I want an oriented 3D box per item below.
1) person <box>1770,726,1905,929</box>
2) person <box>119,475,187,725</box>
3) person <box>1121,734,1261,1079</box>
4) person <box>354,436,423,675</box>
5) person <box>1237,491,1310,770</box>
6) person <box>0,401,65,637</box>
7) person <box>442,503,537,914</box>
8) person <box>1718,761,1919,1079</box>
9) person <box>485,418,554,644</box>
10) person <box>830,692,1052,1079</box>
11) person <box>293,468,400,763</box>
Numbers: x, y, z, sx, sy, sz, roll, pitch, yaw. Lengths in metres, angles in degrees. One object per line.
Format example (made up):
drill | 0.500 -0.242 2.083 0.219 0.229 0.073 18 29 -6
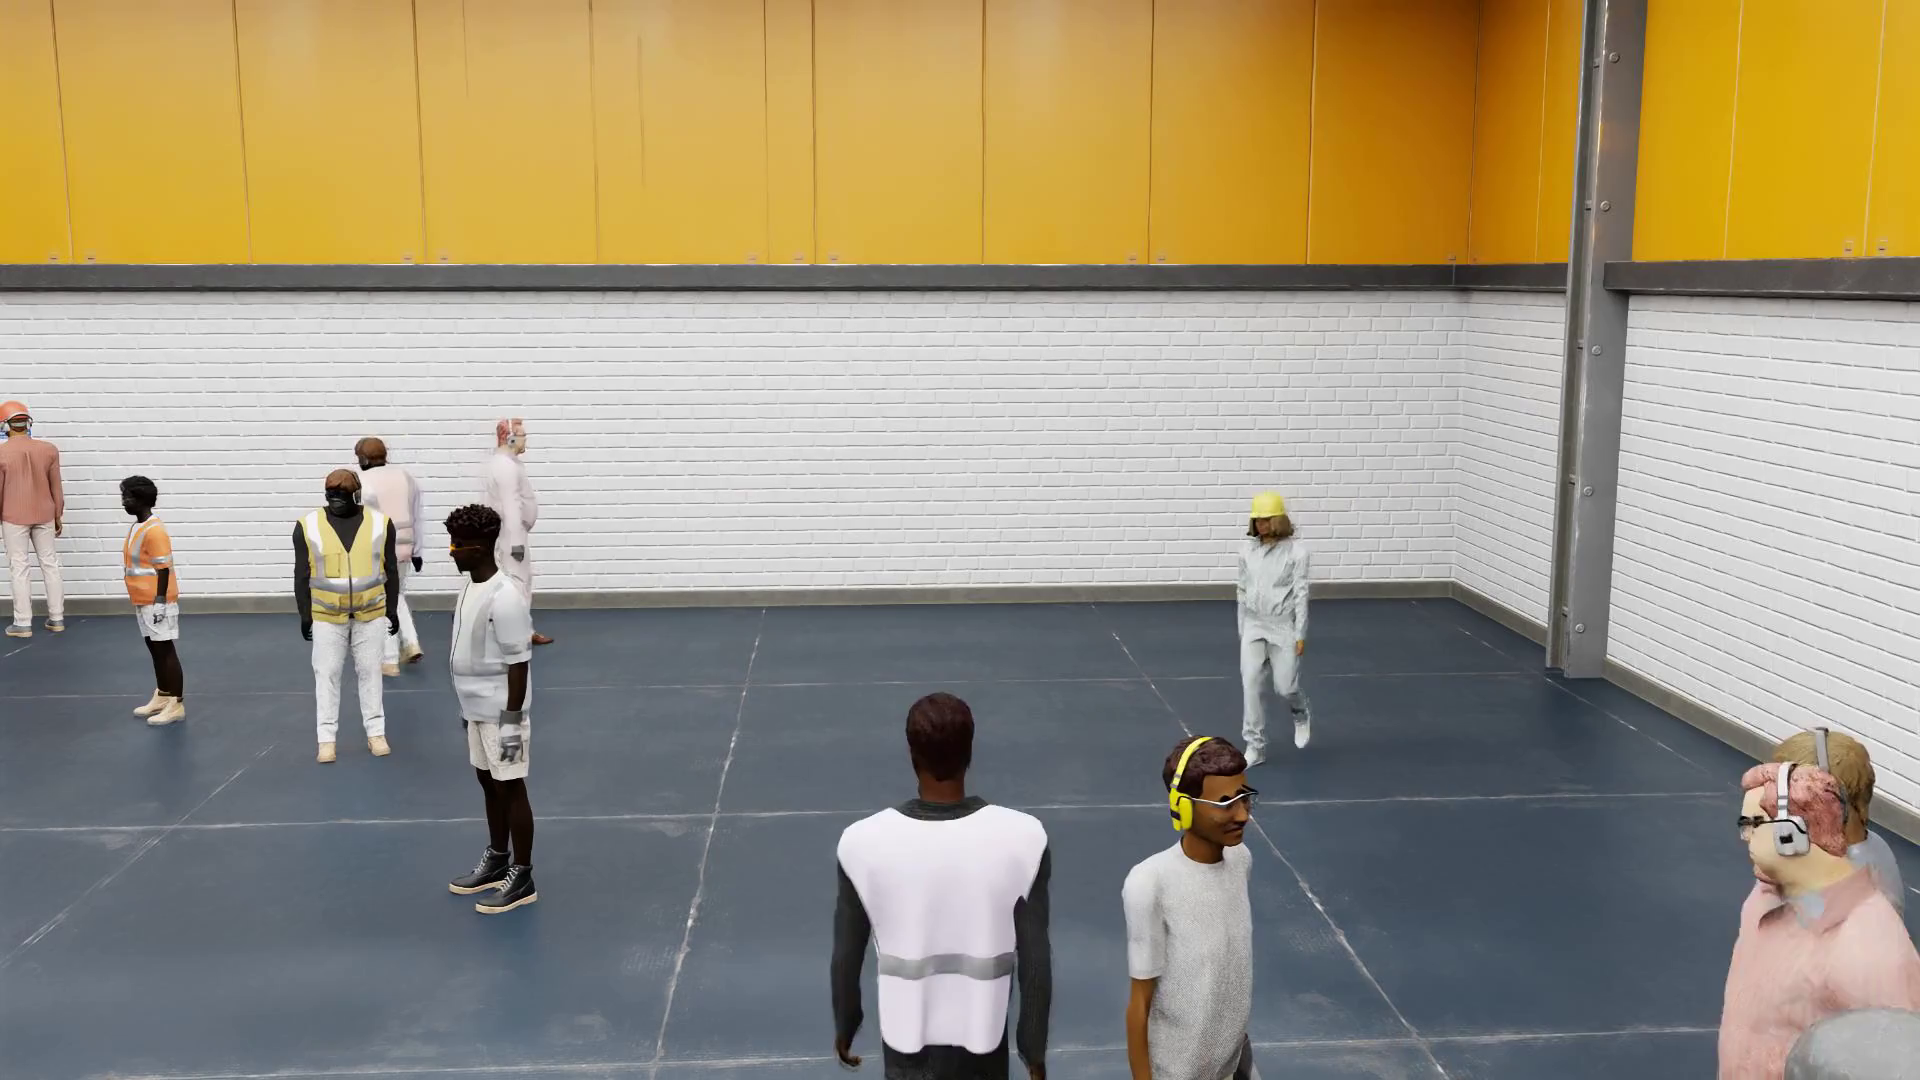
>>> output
person | 2.133 1.412 4.186 0.373 1.936 0.629 5 10 29
person | -5.478 0.402 11.268 0.317 1.695 0.540 -7 12 -39
person | 0.621 1.417 4.352 0.327 1.874 0.518 8 12 42
person | -4.379 0.127 12.600 0.441 1.823 0.632 6 11 34
person | 1.951 0.540 10.307 0.491 1.725 0.582 6 11 35
person | -7.872 -0.179 14.014 0.388 1.987 0.608 7 11 36
person | -2.245 0.795 7.970 0.374 1.962 0.608 -6 11 -34
person | 2.086 1.470 4.043 0.460 1.878 0.725 1 9 8
person | -3.692 -0.040 13.431 0.684 1.890 0.650 -3 10 -18
person | -0.066 1.343 4.767 0.605 1.881 0.856 -1 9 -5
person | -3.832 0.463 10.442 0.624 1.841 0.430 -4 10 -25
